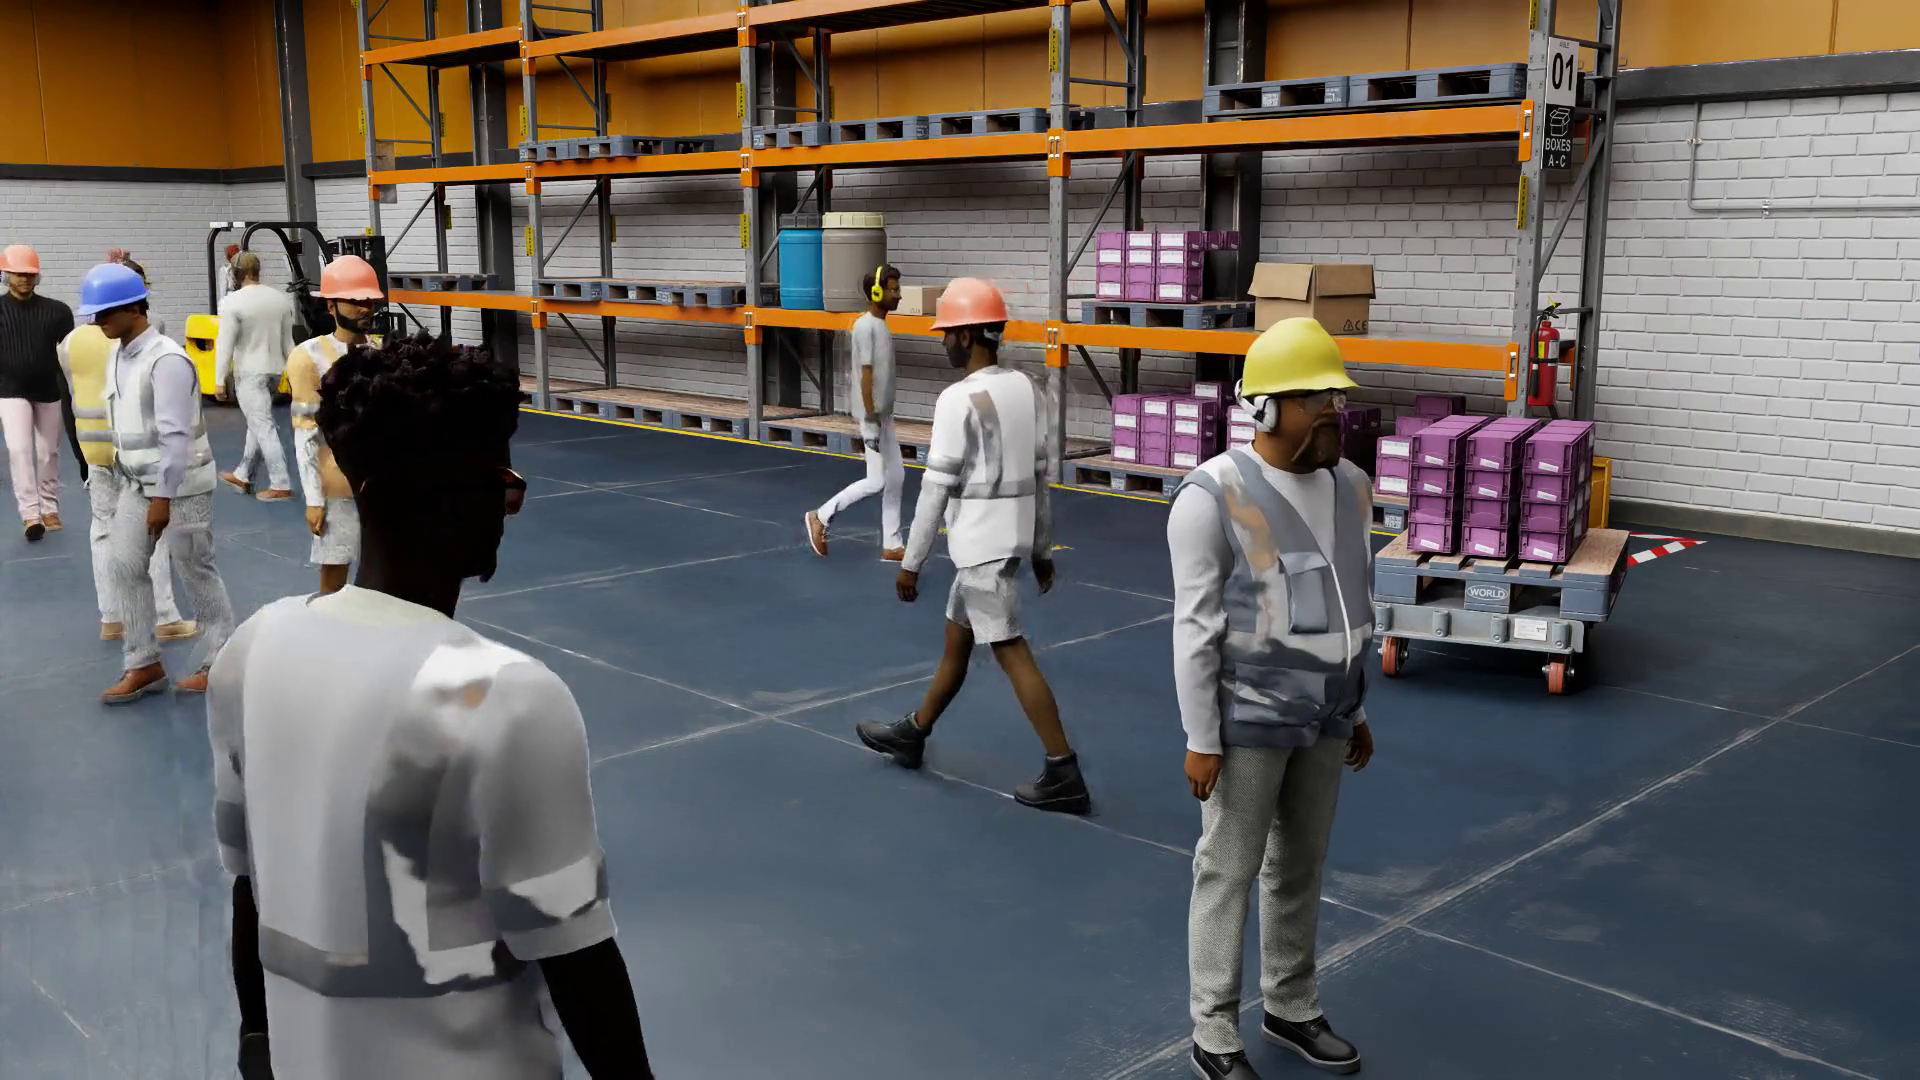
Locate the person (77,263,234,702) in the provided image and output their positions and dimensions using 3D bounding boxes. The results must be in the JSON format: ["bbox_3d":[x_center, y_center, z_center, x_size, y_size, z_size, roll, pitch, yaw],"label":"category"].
[{"bbox_3d":[-3.479,-0.237,7.217,0.630,1.914,0.517,7,12,33],"label":"person"}]

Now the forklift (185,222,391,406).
[{"bbox_3d":[-8.169,-2.758,20.163,2.313,2.155,1.214,-10,14,-44],"label":"forklift"}]

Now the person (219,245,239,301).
[{"bbox_3d":[-11.244,-3.655,25.970,0.627,1.867,0.379,-9,14,-40],"label":"person"}]

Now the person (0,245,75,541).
[{"bbox_3d":[-6.186,-0.976,11.129,0.641,1.941,0.997,-8,13,-36],"label":"person"}]

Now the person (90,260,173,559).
[{"bbox_3d":[-5.064,-0.779,10.258,0.333,1.872,0.515,5,11,25],"label":"person"}]

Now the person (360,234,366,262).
[{"bbox_3d":[-8.376,-3.300,23.539,0.395,2.038,0.615,-3,11,-16],"label":"person"}]

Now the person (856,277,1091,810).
[{"bbox_3d":[0.053,0.006,5.971,1.075,1.871,0.568,6,12,30],"label":"person"}]

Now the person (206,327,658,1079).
[{"bbox_3d":[-0.668,0.684,2.176,0.626,1.911,1.024,8,13,38],"label":"person"}]

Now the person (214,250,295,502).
[{"bbox_3d":[-5.478,-1.246,12.728,0.901,1.899,0.656,4,11,20],"label":"person"}]

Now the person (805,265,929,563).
[{"bbox_3d":[-0.573,-0.757,10.207,0.680,1.848,0.527,3,11,14],"label":"person"}]

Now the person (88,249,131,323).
[{"bbox_3d":[-10.355,-2.644,20.485,0.732,1.856,0.871,5,12,27],"label":"person"}]

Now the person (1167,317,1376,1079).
[{"bbox_3d":[0.758,0.401,3.916,0.591,1.837,0.403,-7,13,-35],"label":"person"}]

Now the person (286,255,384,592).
[{"bbox_3d":[-2.558,-0.235,7.103,0.376,1.939,0.547,7,13,34],"label":"person"}]

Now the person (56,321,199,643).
[{"bbox_3d":[-4.134,-0.404,8.293,0.631,1.842,0.428,3,11,17],"label":"person"}]
